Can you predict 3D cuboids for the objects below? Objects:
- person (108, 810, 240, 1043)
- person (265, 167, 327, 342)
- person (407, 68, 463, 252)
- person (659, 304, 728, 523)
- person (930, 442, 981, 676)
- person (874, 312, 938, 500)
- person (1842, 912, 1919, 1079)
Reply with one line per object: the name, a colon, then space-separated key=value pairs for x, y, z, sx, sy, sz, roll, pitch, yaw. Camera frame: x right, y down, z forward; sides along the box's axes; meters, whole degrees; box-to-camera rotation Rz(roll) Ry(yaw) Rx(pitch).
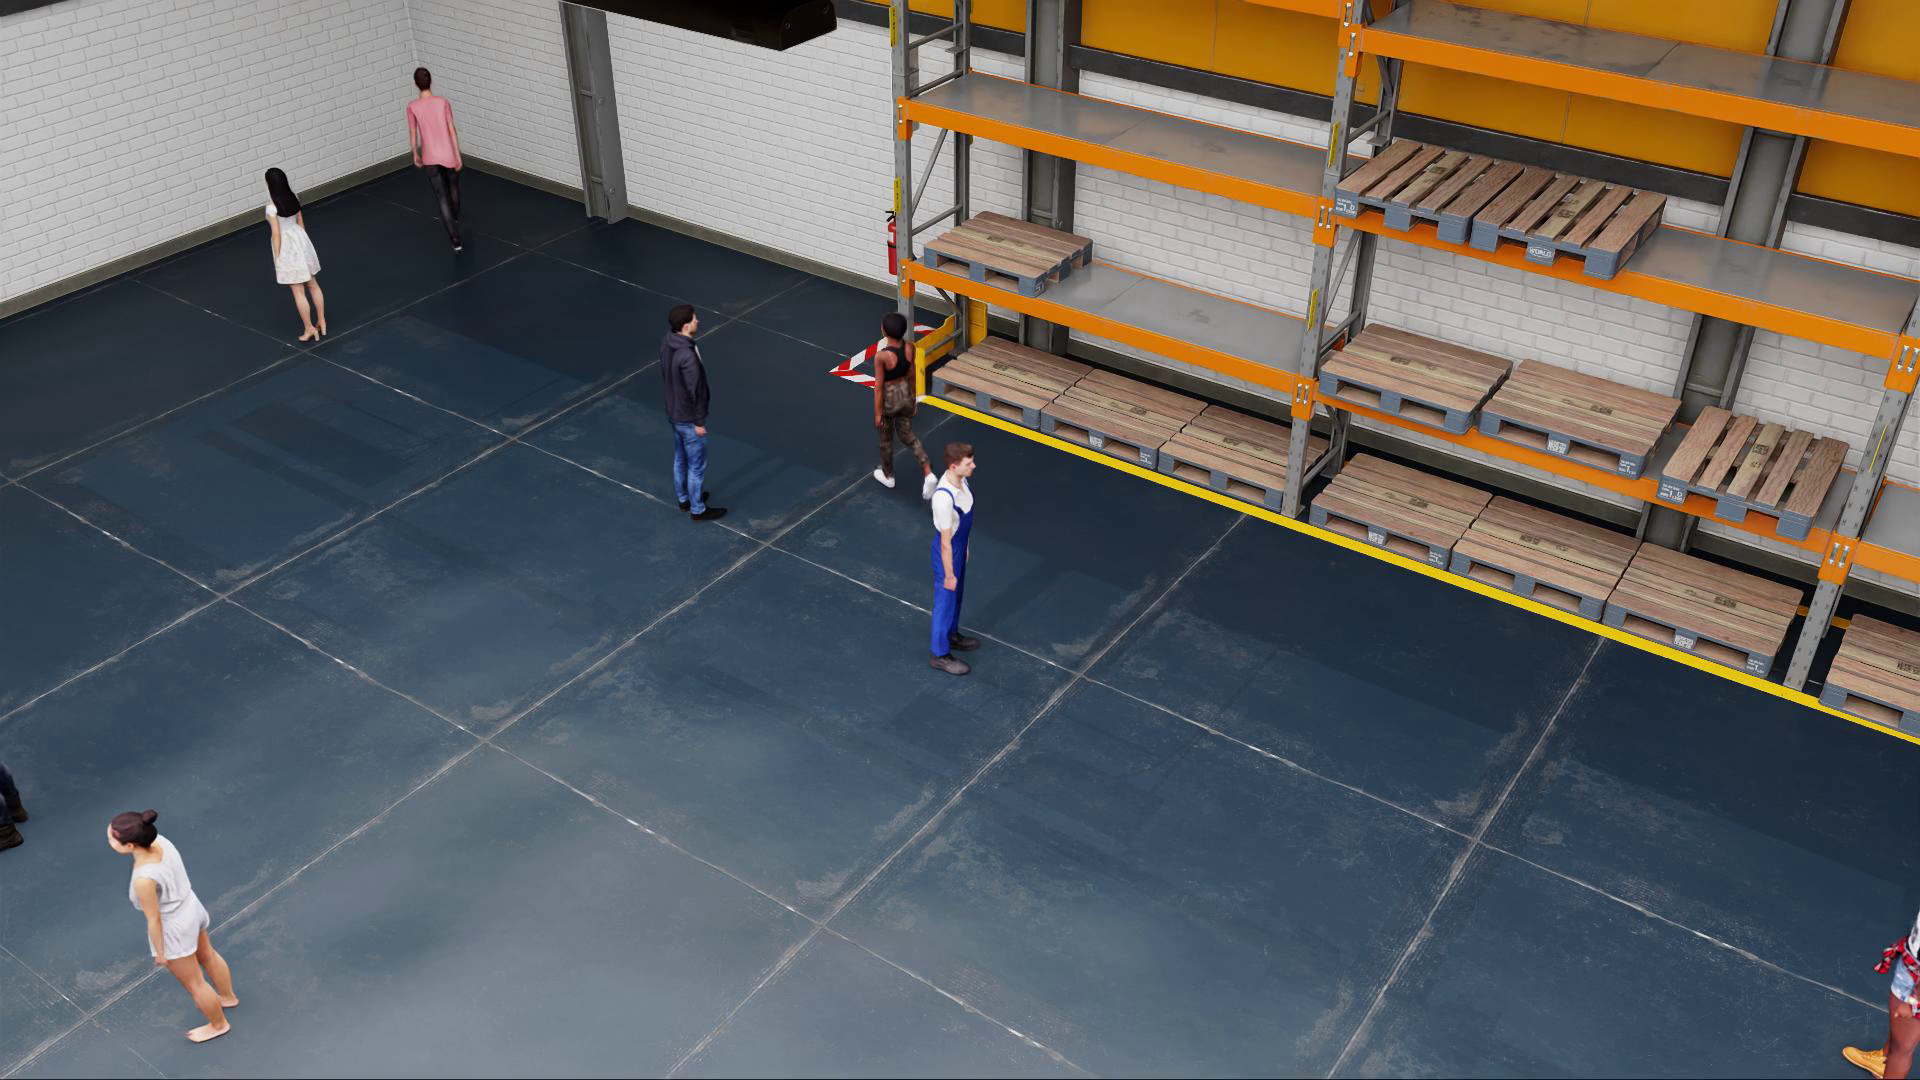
person: x=-4.271 y=2.073 z=9.066 sx=0.699 sy=1.621 sz=0.644 roll=-4 pitch=34 yaw=-7
person: x=-6.504 y=-2.788 z=16.241 sx=0.685 sy=1.774 sz=0.691 roll=14 pitch=36 yaw=20
person: x=-5.639 y=-4.072 z=18.065 sx=1.138 sy=1.894 sz=1.360 roll=-12 pitch=35 yaw=-17
person: x=-2.221 y=-1.029 z=13.488 sx=0.806 sy=1.893 sz=0.650 roll=-20 pitch=38 yaw=-27
person: x=-0.066 y=0.093 z=11.840 sx=0.667 sy=1.848 sz=0.688 roll=8 pitch=34 yaw=12
person: x=-0.483 y=-1.080 z=13.759 sx=0.784 sy=1.677 sz=1.091 roll=-23 pitch=40 yaw=-31
person: x=4.985 y=2.302 z=8.628 sx=0.589 sy=1.726 sz=0.613 roll=20 pitch=38 yaw=27
